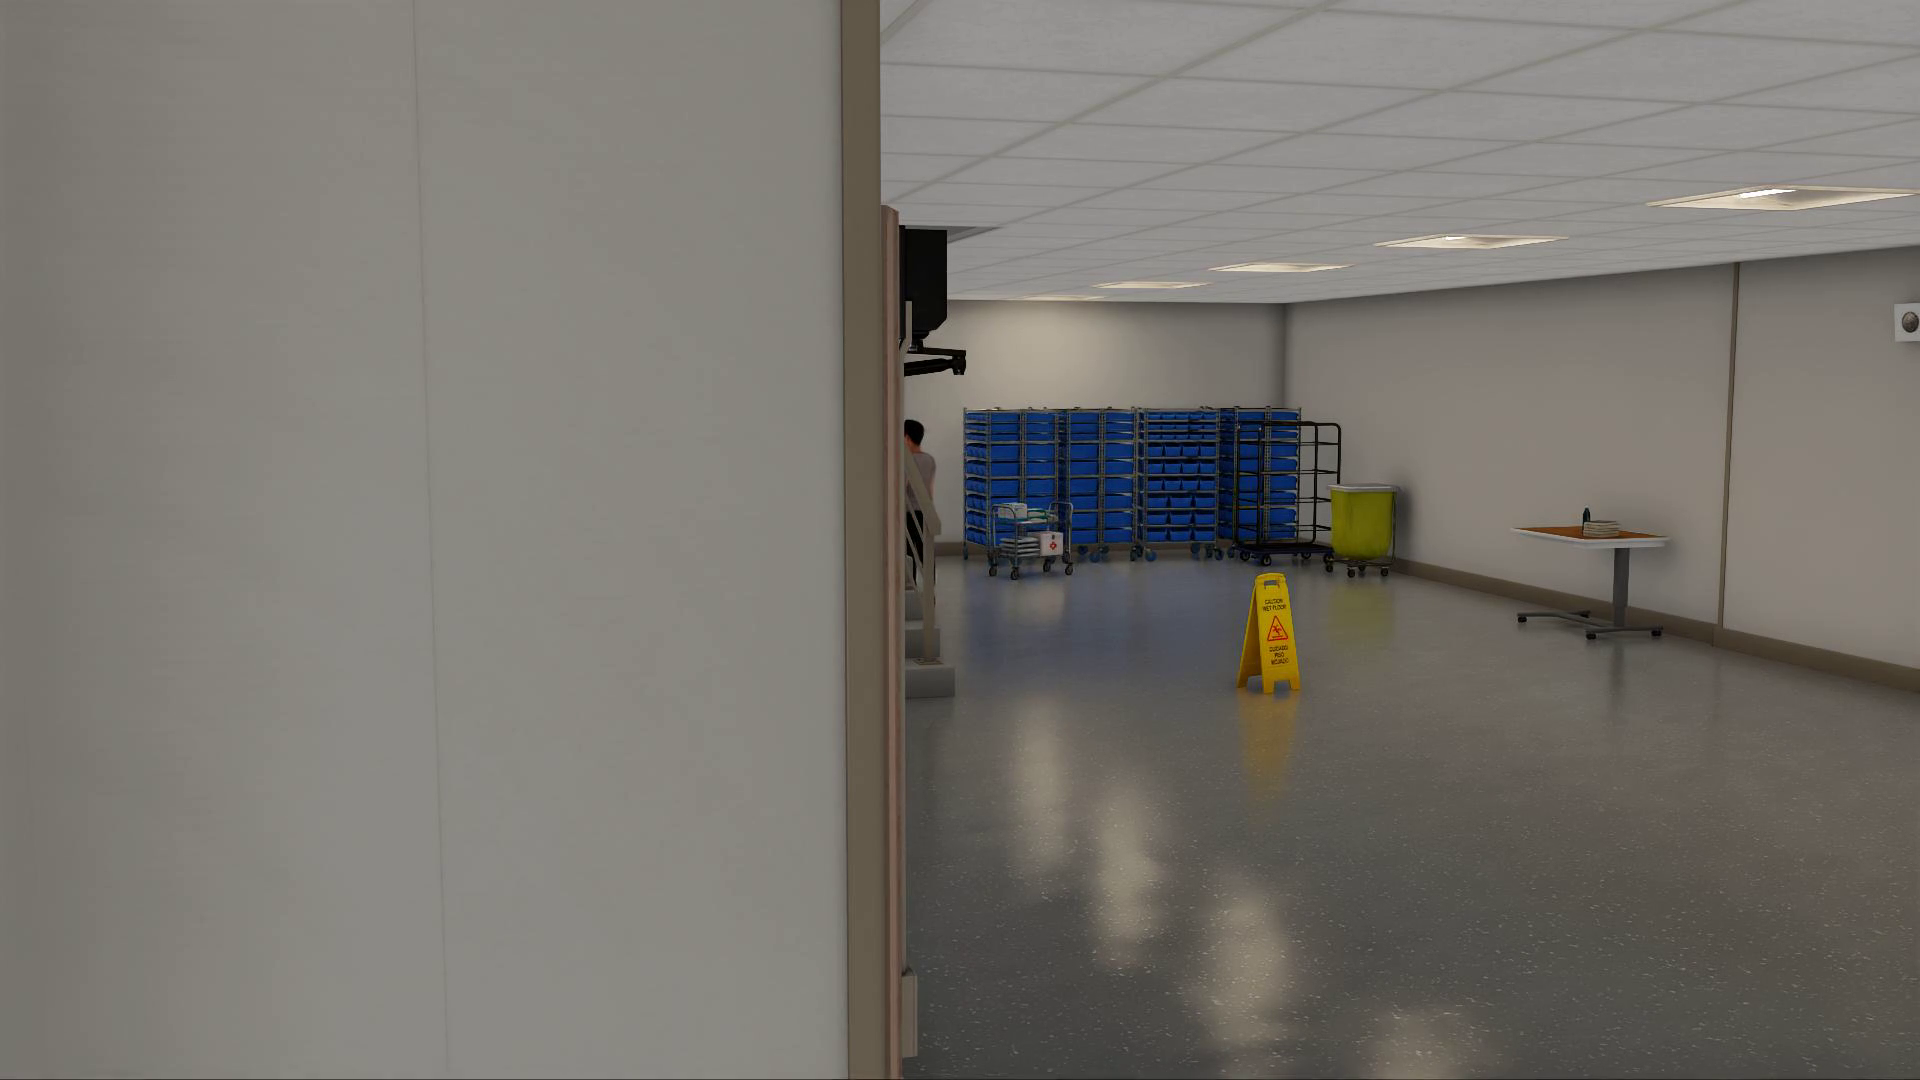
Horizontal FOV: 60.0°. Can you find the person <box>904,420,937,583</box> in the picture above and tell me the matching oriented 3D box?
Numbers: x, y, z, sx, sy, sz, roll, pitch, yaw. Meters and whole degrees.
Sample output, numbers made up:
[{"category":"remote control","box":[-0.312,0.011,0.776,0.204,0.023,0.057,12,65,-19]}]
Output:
[{"category":"person","box":[-0.413,-0.244,15.208,0.670,1.718,0.671,-5,8,-43]}]
